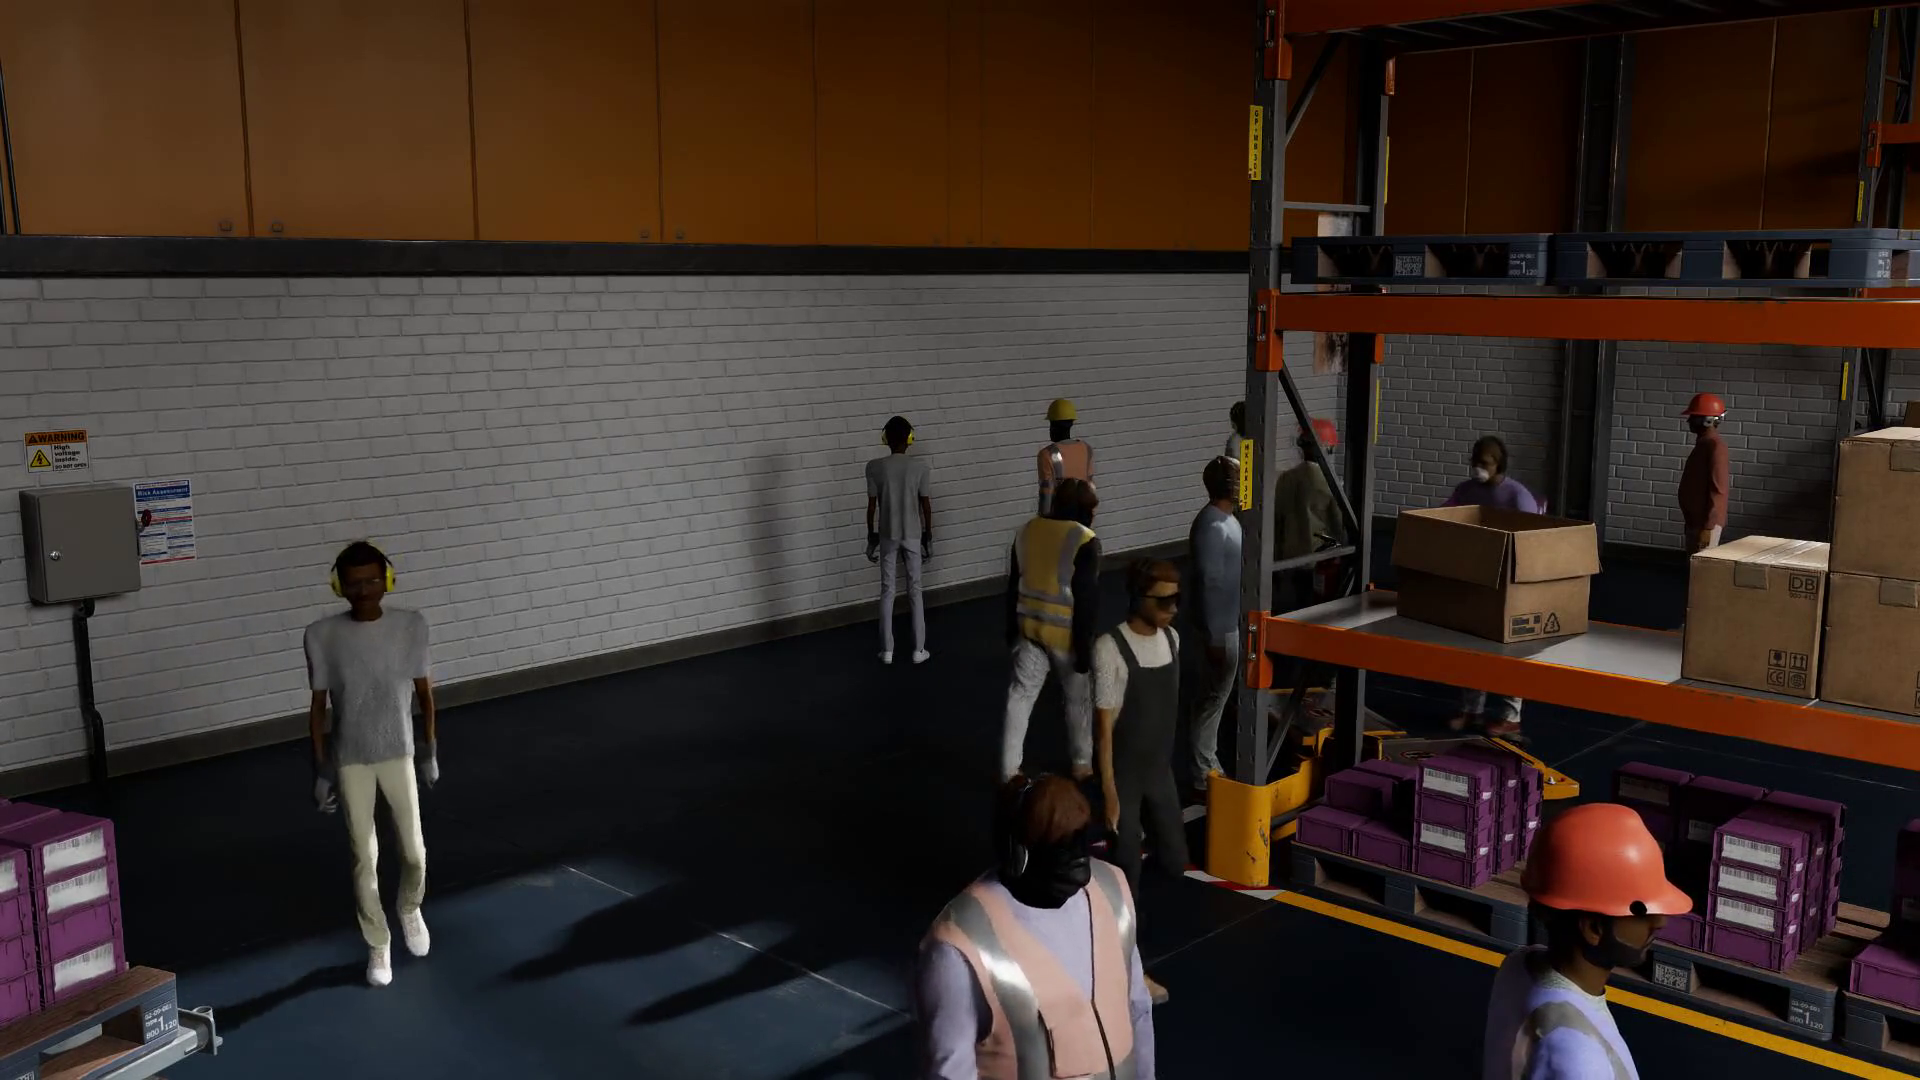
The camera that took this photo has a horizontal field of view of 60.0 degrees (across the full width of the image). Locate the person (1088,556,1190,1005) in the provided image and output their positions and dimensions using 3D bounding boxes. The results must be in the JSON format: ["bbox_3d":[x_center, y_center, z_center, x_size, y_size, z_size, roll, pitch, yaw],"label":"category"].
[{"bbox_3d":[0.689,0.953,6.726,0.504,1.826,0.454,-7,12,-39],"label":"person"}]

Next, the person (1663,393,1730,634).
[{"bbox_3d":[5.774,-0.151,12.973,0.378,1.996,0.611,2,9,11],"label":"person"}]

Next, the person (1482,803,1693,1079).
[{"bbox_3d":[1.200,1.456,3.295,0.360,1.939,0.543,1,9,7],"label":"person"}]

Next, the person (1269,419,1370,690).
[{"bbox_3d":[2.430,0.153,11.334,0.990,1.947,0.621,-5,10,-28],"label":"person"}]

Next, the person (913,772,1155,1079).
[{"bbox_3d":[0.149,1.406,4.004,0.631,1.816,0.831,-9,13,-43],"label":"person"}]

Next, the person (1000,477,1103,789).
[{"bbox_3d":[0.563,0.523,9.478,0.742,1.777,0.895,9,13,42],"label":"person"}]

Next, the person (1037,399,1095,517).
[{"bbox_3d":[0.808,-0.157,13.224,0.587,1.927,0.367,-9,13,-44],"label":"person"}]

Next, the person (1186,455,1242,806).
[{"bbox_3d":[1.430,0.497,9.172,0.362,1.939,0.635,2,10,13],"label":"person"}]

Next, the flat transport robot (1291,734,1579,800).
[{"bbox_3d":[2.661,1.298,9.364,1.431,0.197,0.652,-2,9,-11],"label":"flat transport robot"}]

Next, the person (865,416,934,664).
[{"bbox_3d":[-0.448,0.002,12.443,0.508,1.865,0.329,0,9,1],"label":"person"}]

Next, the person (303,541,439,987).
[{"bbox_3d":[-2.417,0.918,6.852,0.503,1.858,0.394,-3,10,-20],"label":"person"}]

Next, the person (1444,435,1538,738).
[{"bbox_3d":[3.336,0.292,10.506,0.401,1.924,0.643,-5,11,-30],"label":"person"}]

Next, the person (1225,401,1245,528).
[{"bbox_3d":[2.378,-0.281,14.328,0.365,1.842,0.583,2,10,15],"label":"person"}]

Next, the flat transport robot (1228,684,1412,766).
[{"bbox_3d":[2.214,1.142,10.320,0.652,0.197,1.431,-2,9,-10],"label":"flat transport robot"}]
